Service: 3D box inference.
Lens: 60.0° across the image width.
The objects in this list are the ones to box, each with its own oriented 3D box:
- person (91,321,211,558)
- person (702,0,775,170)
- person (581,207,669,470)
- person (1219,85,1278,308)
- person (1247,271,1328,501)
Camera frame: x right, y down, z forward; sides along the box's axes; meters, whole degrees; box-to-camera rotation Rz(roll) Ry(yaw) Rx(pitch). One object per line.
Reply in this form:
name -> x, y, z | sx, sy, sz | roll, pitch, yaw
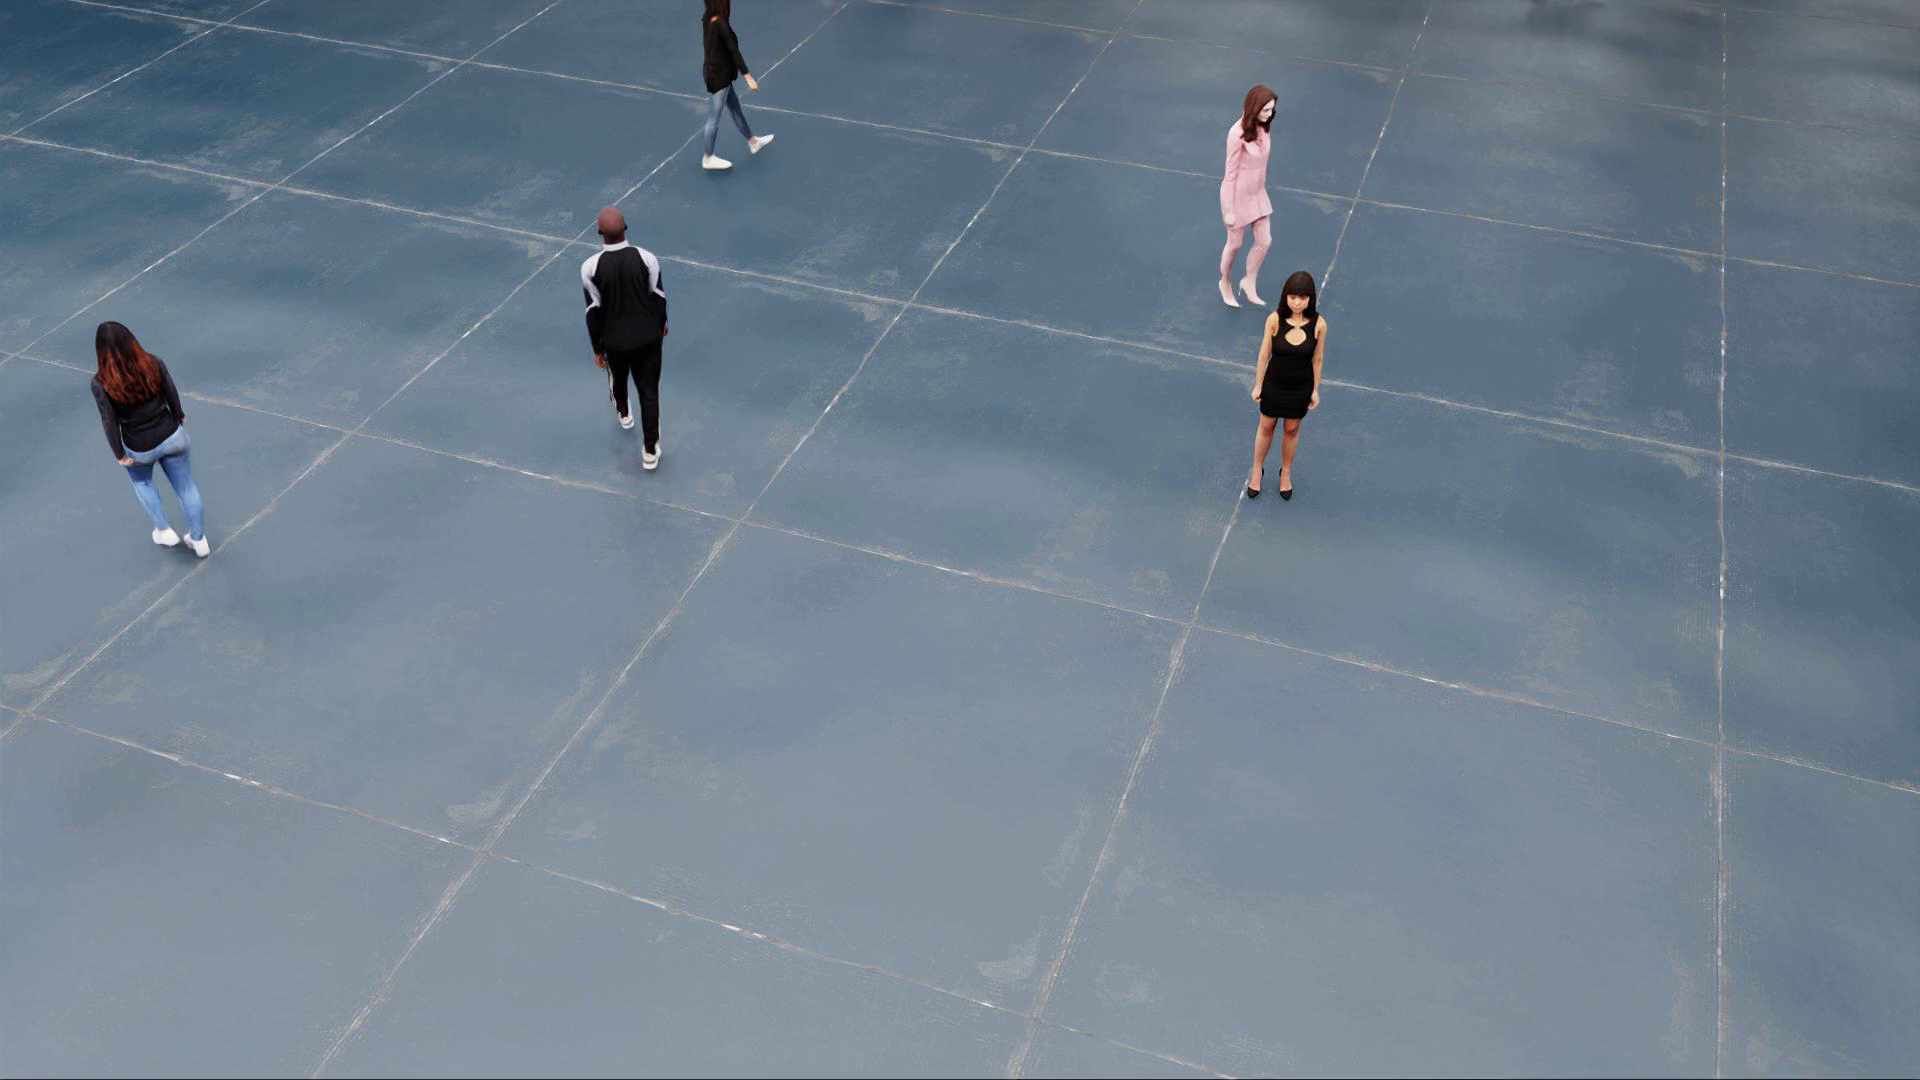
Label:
person -> -4.847, -0.569, 10.069 | 0.731, 1.622, 0.823 | -28, 46, -31
person -> -2.162, -4.016, 14.482 | 1.068, 1.615, 1.010 | -13, 40, -16
person -> -2.135, -1.270, 10.818 | 0.989, 1.804, 1.161 | -5, 38, -7
person -> 2.145, -2.541, 12.460 | 0.754, 1.783, 0.839 | -25, 45, -29
person -> 2.079, -0.976, 10.569 | 0.612, 1.648, 0.555 | 5, 38, 7
